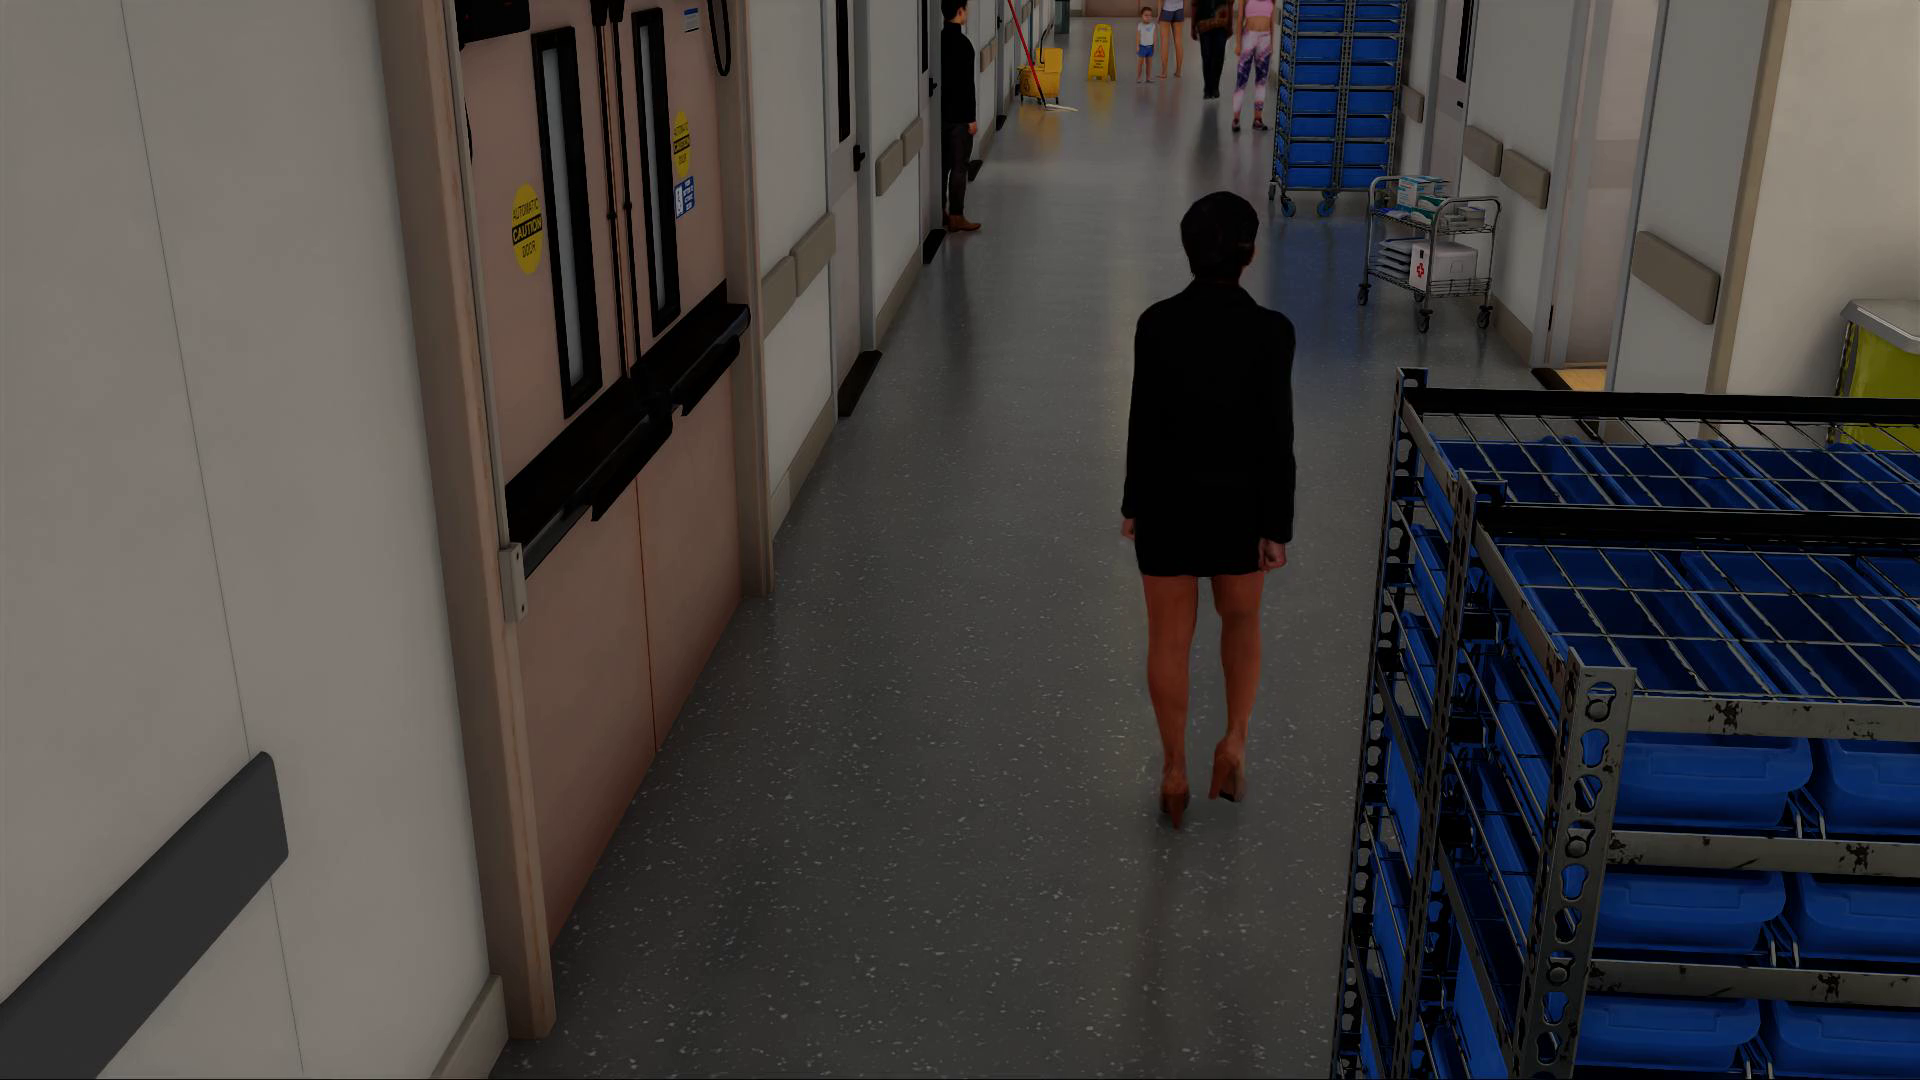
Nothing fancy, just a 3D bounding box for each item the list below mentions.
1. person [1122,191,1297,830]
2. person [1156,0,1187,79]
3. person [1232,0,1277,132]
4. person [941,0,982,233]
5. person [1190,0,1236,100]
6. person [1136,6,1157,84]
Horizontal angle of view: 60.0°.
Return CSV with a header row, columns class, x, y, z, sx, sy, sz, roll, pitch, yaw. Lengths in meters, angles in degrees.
class,x,y,z,sx,sy,sz,roll,pitch,yaw
person,0.591,-0.007,4.056,0.558,1.630,0.572,2,21,6
person,3.007,-7.476,23.631,0.649,1.734,0.625,-6,21,-15
person,3.164,-5.305,17.851,0.642,1.767,0.597,-3,21,-8
person,-0.057,-3.157,12.244,0.778,1.723,0.692,-14,25,-32
person,3.131,-6.377,20.588,0.713,1.793,0.720,4,21,9
person,2.563,-6.824,22.922,0.462,1.016,0.478,-4,21,-11
